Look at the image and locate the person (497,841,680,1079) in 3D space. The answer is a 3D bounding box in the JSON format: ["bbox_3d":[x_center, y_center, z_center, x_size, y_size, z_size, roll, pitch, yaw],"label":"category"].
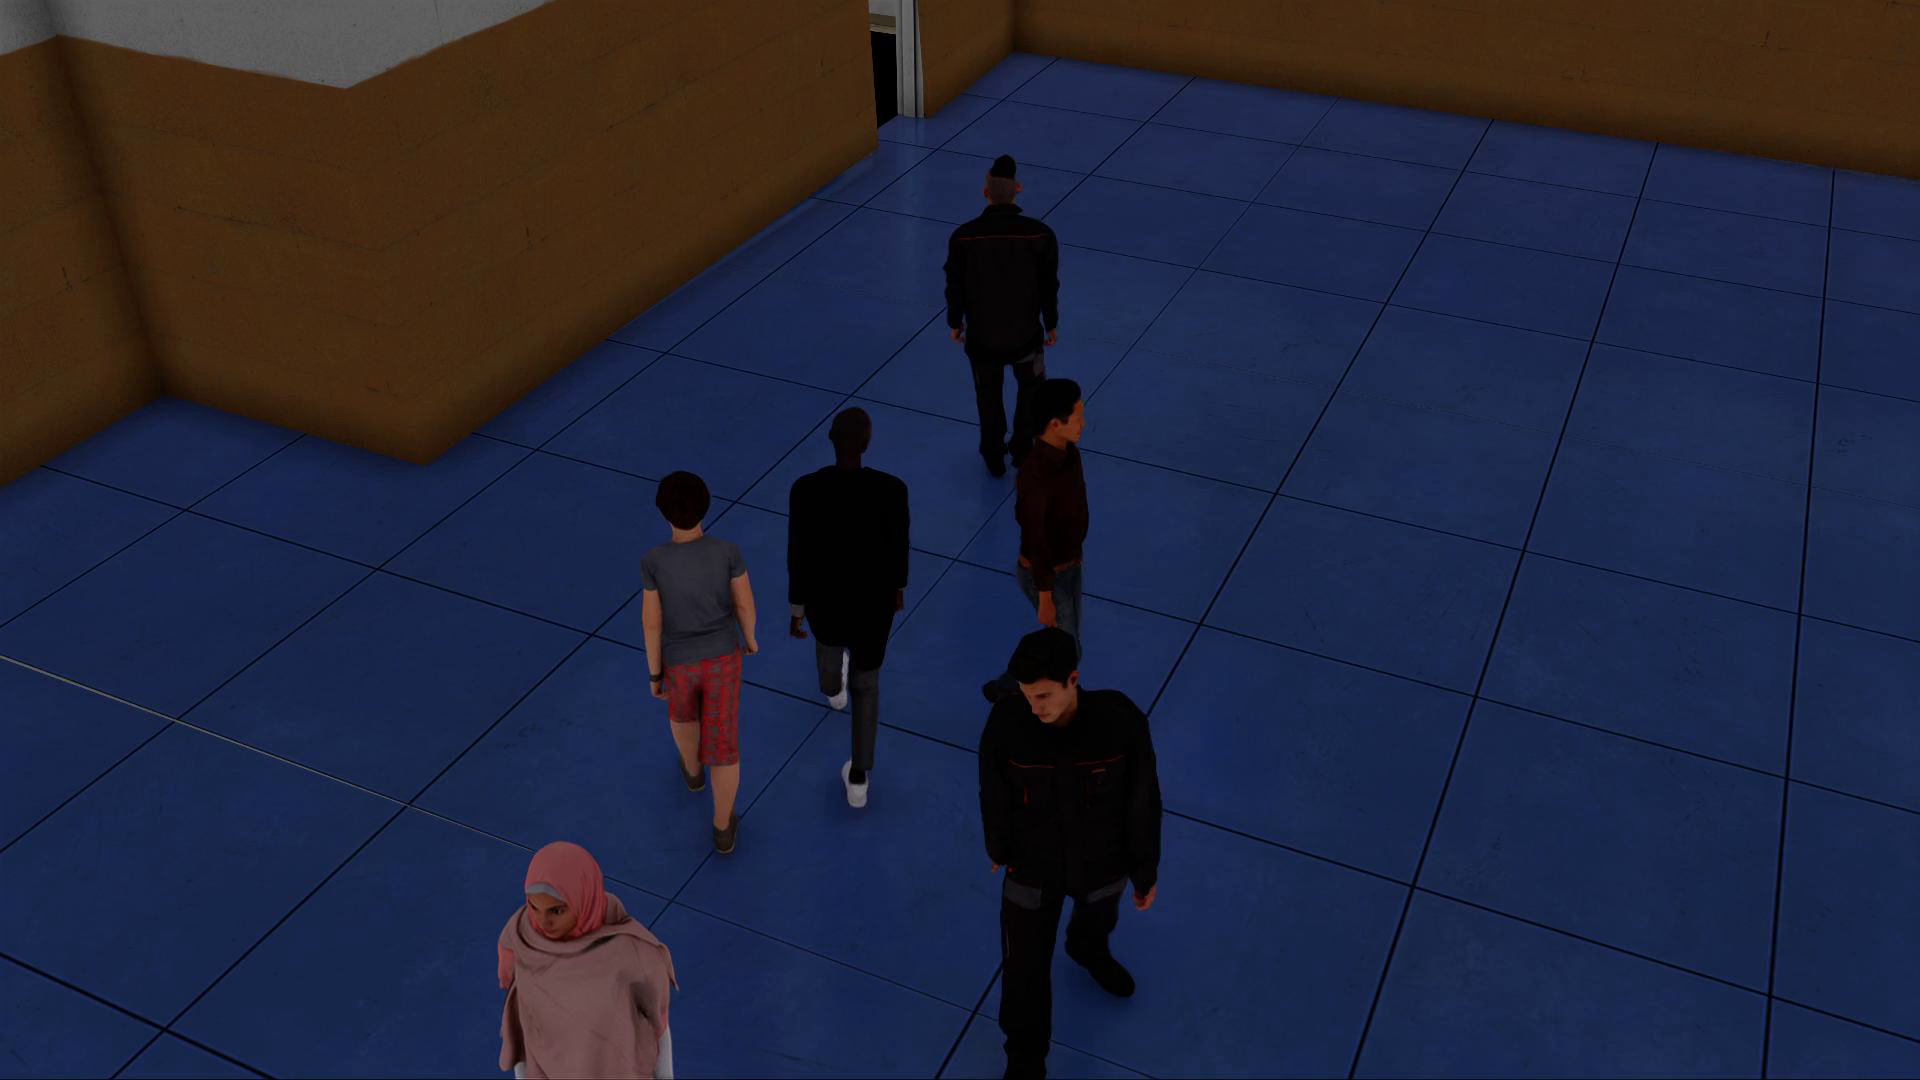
[{"bbox_3d":[-1.054,1.570,4.806,0.647,1.804,0.774,3,34,5],"label":"person"}]

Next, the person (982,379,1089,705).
[{"bbox_3d":[0.328,0.123,7.013,0.794,1.767,0.720,13,36,19],"label":"person"}]

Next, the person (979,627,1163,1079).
[{"bbox_3d":[0.375,0.984,5.600,1.125,1.900,1.094,-4,34,-6],"label":"person"}]

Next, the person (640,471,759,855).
[{"bbox_3d":[-1.005,0.541,6.503,0.917,1.624,0.896,-2,34,-3],"label":"person"}]

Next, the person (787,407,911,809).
[{"bbox_3d":[-0.441,0.318,6.772,1.189,1.710,1.086,-3,34,-4],"label":"person"}]

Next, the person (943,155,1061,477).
[{"bbox_3d":[0.241,-1.126,8.788,0.813,1.858,0.949,1,34,2],"label":"person"}]
